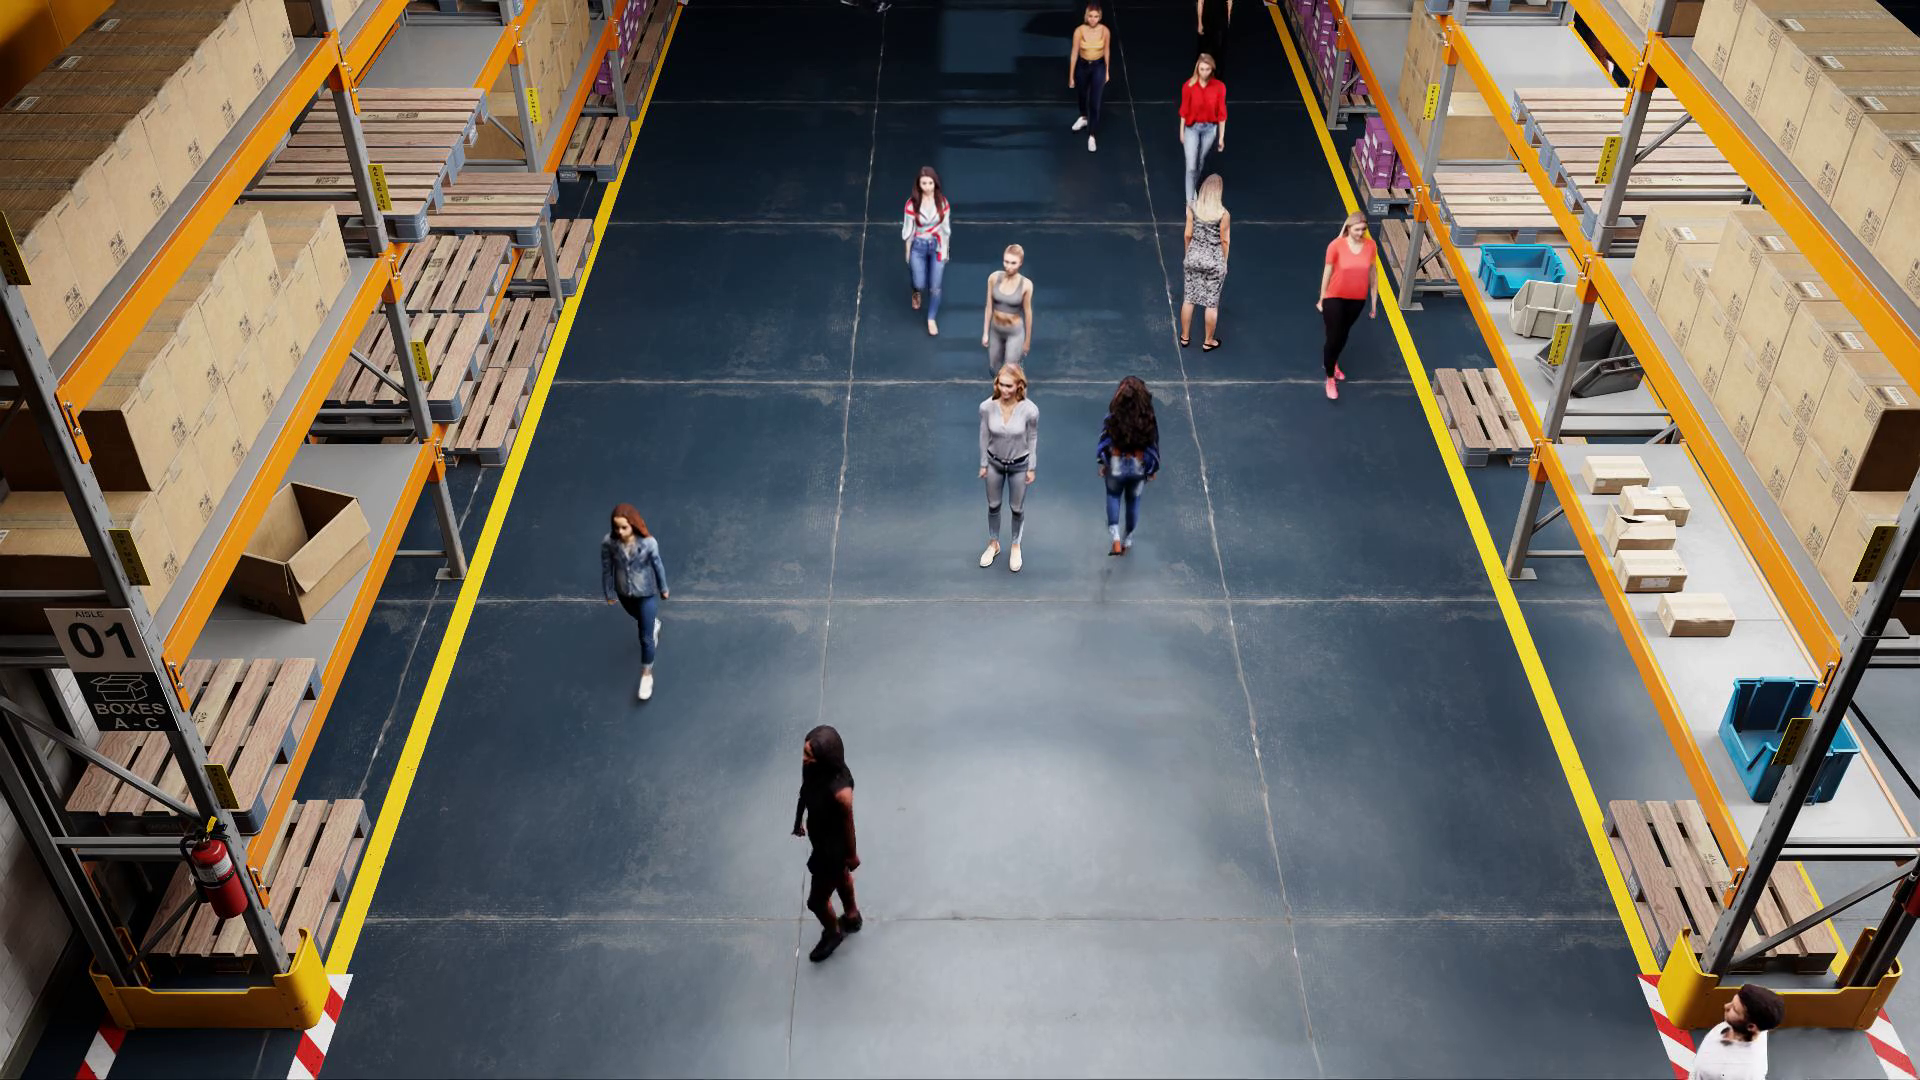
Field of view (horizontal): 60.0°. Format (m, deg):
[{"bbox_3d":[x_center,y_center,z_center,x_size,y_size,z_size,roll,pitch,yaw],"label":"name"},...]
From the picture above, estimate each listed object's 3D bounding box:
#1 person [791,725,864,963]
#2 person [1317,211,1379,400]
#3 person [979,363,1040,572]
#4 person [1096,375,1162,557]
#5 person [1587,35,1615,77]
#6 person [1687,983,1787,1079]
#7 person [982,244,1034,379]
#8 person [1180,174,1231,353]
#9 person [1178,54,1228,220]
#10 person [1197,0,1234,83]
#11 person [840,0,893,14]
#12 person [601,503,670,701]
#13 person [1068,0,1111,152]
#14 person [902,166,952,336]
[{"bbox_3d":[-0.670,1.698,9.610,0.817,1.726,0.746,-22,44,-25],"label":"person"},{"bbox_3d":[3.298,-2.128,14.442,0.713,1.675,0.877,-10,40,-12],"label":"person"},{"bbox_3d":[0.354,-0.550,12.370,0.637,1.796,0.586,9,40,11],"label":"person"},{"bbox_3d":[1.235,-0.492,12.443,0.703,1.614,0.751,7,39,9],"label":"person"},{"bbox_3d":[6.459,-4.297,17.116,0.719,1.727,1.165,-5,39,-6],"label":"person"},{"bbox_3d":[3.742,2.830,8.095,1.048,1.849,1.224,16,41,19],"label":"person"},{"bbox_3d":[0.420,-1.743,13.949,0.785,1.690,0.986,14,41,17],"label":"person"},{"bbox_3d":[2.180,-2.468,14.844,0.639,1.705,0.646,19,42,22],"label":"person"},{"bbox_3d":[2.462,-4.204,17.048,0.627,1.666,0.991,0,39,0],"label":"person"},{"bbox_3d":[2.927,-6.079,19.414,0.637,1.644,1.108,-2,39,-3],"label":"person"},{"bbox_3d":[-1.375,-7.575,21.391,0.963,1.514,1.058,21,43,24],"label":"person"},{"bbox_3d":[-2.237,0.305,11.578,0.639,1.448,1.013,3,39,4],"label":"person"},{"bbox_3d":[1.429,-5.159,18.313,0.653,1.580,1.001,4,39,5],"label":"person"},{"bbox_3d":[-0.311,-2.686,15.198,0.685,1.604,0.820,-7,39,-9],"label":"person"}]
